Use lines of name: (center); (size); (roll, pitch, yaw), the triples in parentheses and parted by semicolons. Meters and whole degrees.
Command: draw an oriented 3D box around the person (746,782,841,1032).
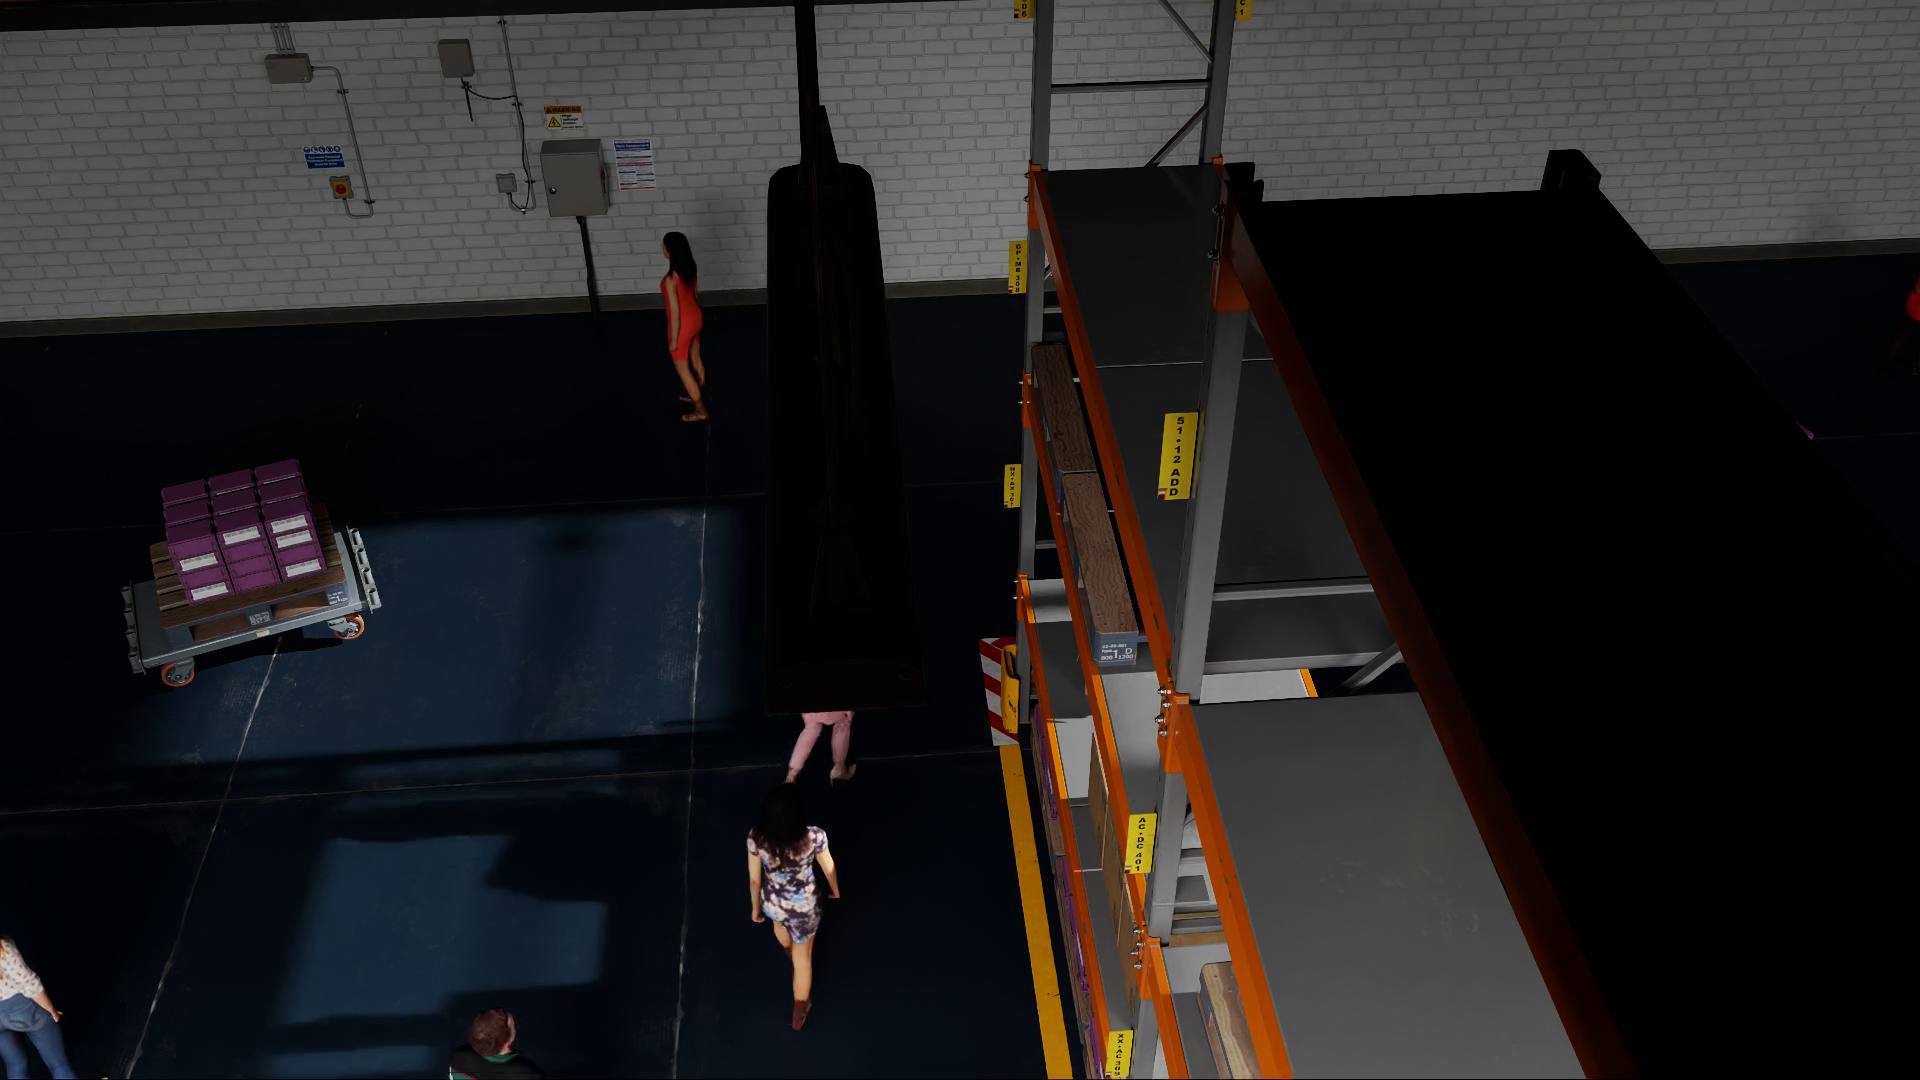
person: (-0.918, 2.020, 8.950); (0.701, 1.710, 0.969); (2, 39, 2)

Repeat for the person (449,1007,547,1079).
person: (-2.099, 2.872, 7.822); (1.005, 1.788, 1.225); (14, 41, 17)

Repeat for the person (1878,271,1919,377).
person: (8.205, -1.954, 14.282); (0.679, 1.266, 0.699); (-17, 42, -20)

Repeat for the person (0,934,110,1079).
person: (-4.833, 2.394, 8.468); (0.571, 1.728, 0.496); (-2, 39, -3)

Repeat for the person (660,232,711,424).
person: (-2.239, -1.755, 13.670); (0.769, 1.720, 0.693); (14, 41, 17)
